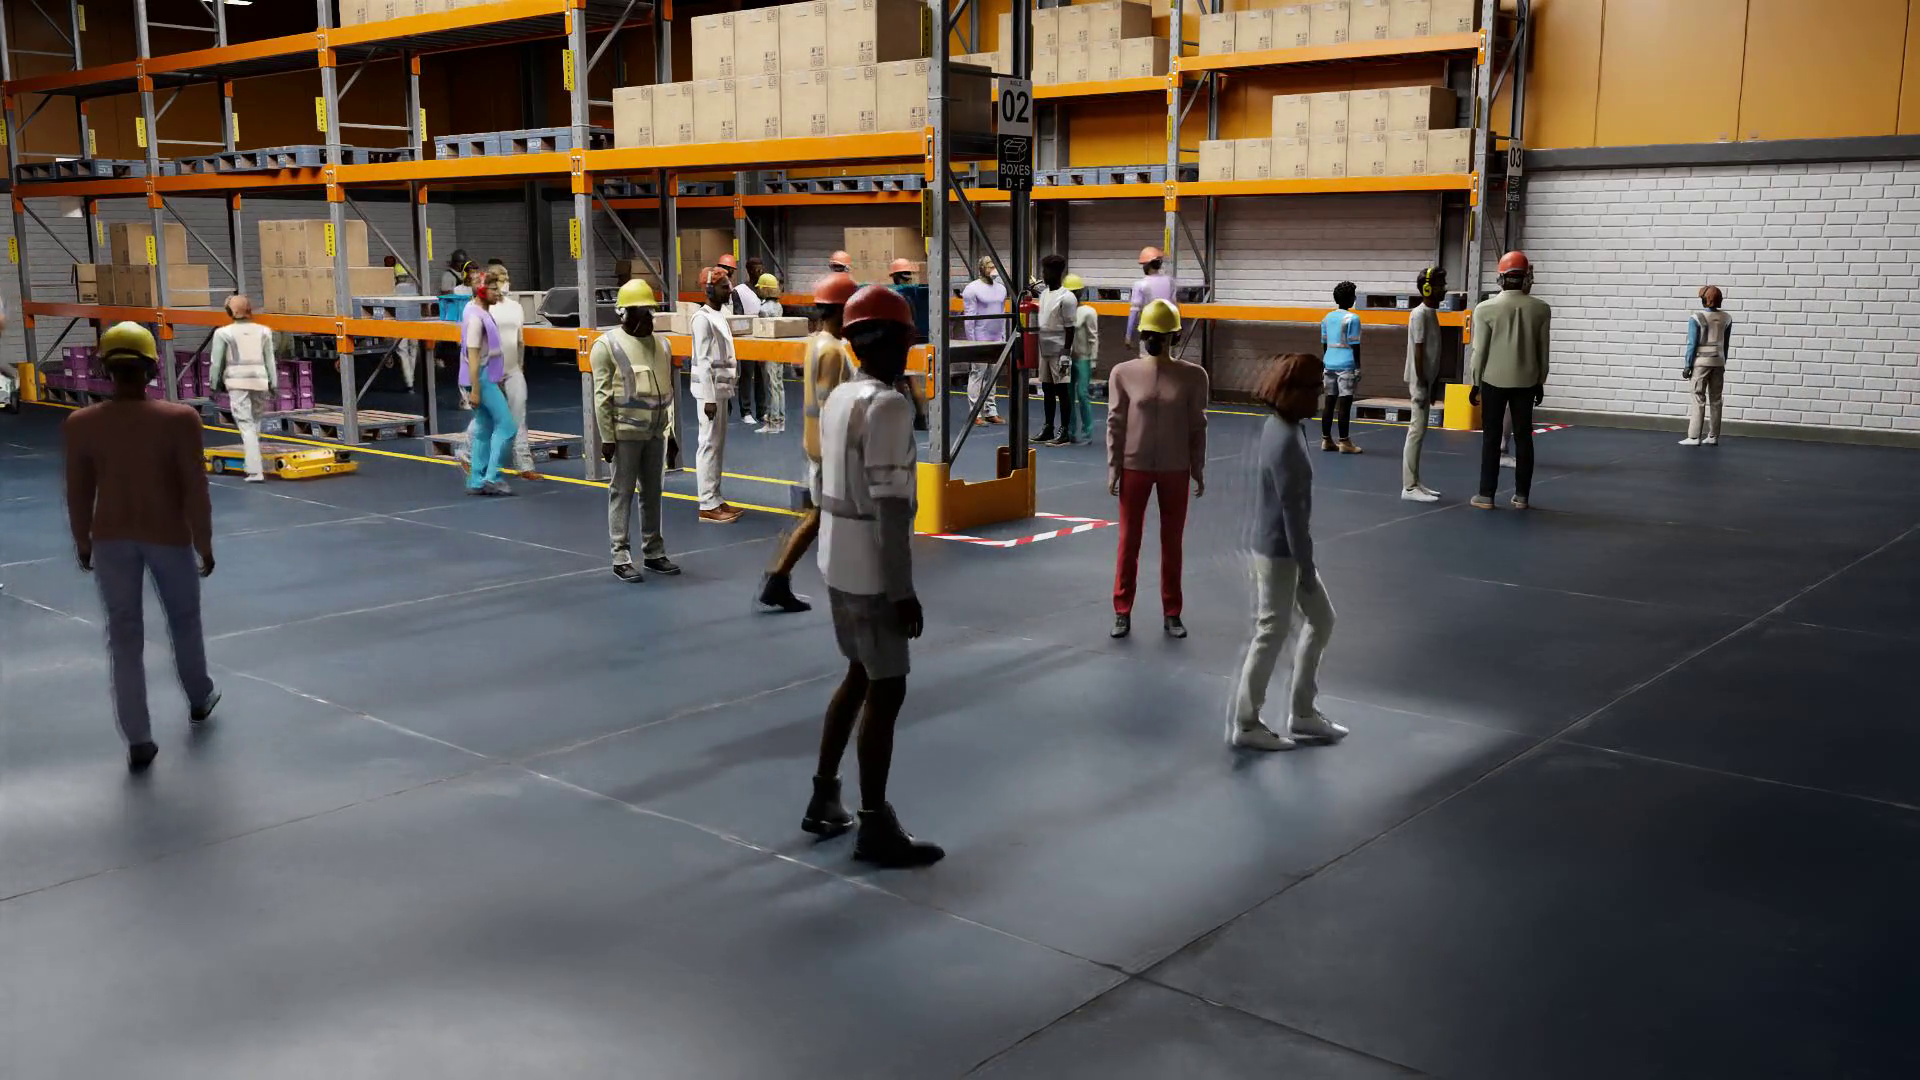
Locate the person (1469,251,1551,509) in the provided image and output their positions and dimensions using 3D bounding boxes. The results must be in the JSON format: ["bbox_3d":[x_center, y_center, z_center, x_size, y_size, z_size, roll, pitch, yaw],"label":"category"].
[{"bbox_3d":[4.260,-1.232,12.926,0.612,1.995,0.378,0,10,-2],"label":"person"}]

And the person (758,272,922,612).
[{"bbox_3d":[-0.694,-0.515,9.130,0.895,1.902,0.558,-2,10,-12],"label":"person"}]

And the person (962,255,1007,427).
[{"bbox_3d":[0.307,-2.256,18.914,0.372,1.940,0.629,10,14,44],"label":"person"}]

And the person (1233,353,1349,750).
[{"bbox_3d":[1.387,0.060,6.658,0.601,1.608,0.525,2,10,10],"label":"person"}]

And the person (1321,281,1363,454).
[{"bbox_3d":[3.775,-1.697,16.425,0.318,1.696,0.536,-5,11,-27],"label":"person"}]

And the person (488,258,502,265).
[{"bbox_3d":[-7.895,-3.874,28.401,0.429,1.846,0.627,-1,10,-5],"label":"person"}]

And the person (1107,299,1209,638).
[{"bbox_3d":[1.022,-0.362,8.635,0.526,1.765,0.329,1,10,3],"label":"person"}]

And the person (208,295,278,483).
[{"bbox_3d":[-6.252,-1.310,14.443,0.771,1.606,0.535,9,13,41],"label":"person"}]

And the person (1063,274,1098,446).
[{"bbox_3d":[1.175,-1.847,17.105,0.531,1.769,0.330,9,14,43],"label":"person"}]

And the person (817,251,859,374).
[{"bbox_3d":[-1.463,-2.539,20.437,0.657,1.985,0.639,4,11,20],"label":"person"}]

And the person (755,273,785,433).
[{"bbox_3d":[-2.096,-2.041,18.246,0.288,1.746,0.487,2,10,12],"label":"person"}]

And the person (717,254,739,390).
[{"bbox_3d":[-3.341,-3.110,23.806,0.366,1.930,0.542,-6,12,-31],"label":"person"}]

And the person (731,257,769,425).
[{"bbox_3d":[-2.368,-2.295,19.200,0.391,1.919,0.591,9,13,41],"label":"person"}]

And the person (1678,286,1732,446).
[{"bbox_3d":[7.645,-1.776,17.033,0.514,1.641,0.309,-3,11,-19],"label":"person"}]

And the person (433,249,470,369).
[{"bbox_3d":[-8.271,-3.790,27.362,0.827,2.000,0.689,5,11,28],"label":"person"}]

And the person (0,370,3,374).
[{"bbox_3d":[-13.972,-3.046,23.363,0.654,1.955,0.679,6,12,32],"label":"person"}]

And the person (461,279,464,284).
[{"bbox_3d":[-7.227,-3.115,24.722,0.305,1.624,0.492,7,12,33],"label":"person"}]

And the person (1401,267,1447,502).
[{"bbox_3d":[3.746,-1.250,13.382,0.326,1.874,0.518,4,11,21],"label":"person"}]

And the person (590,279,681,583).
[{"bbox_3d":[-1.961,-0.670,10.178,0.404,1.836,0.590,8,13,38],"label":"person"}]

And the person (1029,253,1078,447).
[{"bbox_3d":[0.955,-1.940,17.036,0.367,1.967,0.606,-6,12,-30],"label":"person"}]

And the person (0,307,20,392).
[{"bbox_3d":[-13.260,-2.911,22.743,0.572,1.904,0.614,-9,13,-41],"label":"person"}]

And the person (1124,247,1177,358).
[{"bbox_3d":[2.280,-2.524,20.163,0.646,2.033,0.535,-5,11,-29],"label":"person"}]

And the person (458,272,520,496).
[{"bbox_3d":[-3.793,-1.256,13.527,0.552,1.828,0.585,-3,10,-15],"label":"person"}]

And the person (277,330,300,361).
[{"bbox_3d":[-11.600,-3.786,28.634,0.502,1.586,0.871,3,10,15],"label":"person"}]

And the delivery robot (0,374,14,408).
[{"bbox_3d":[-11.762,-1.852,20.289,0.477,0.478,0.707,-5,11,-24],"label":"delivery robot"}]

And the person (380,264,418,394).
[{"bbox_3d":[-7.856,-2.966,23.390,0.616,1.780,0.916,-7,12,-36],"label":"person"}]

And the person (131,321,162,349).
[{"bbox_3d":[-13.699,-3.834,27.995,0.651,1.906,0.401,-8,13,-40],"label":"person"}]

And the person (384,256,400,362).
[{"bbox_3d":[-10.072,-4.095,29.552,0.575,1.882,0.355,3,10,16],"label":"person"}]

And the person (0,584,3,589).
[{"bbox_3d":[-5.919,-0.514,9.851,0.309,1.638,0.522,-7,12,-34],"label":"person"}]

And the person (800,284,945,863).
[{"bbox_3d":[-0.286,0.120,5.525,0.417,1.907,0.613,-4,11,-21],"label":"person"}]

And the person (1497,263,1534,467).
[{"bbox_3d":[5.123,-1.617,15.415,0.401,1.896,0.649,1,10,8],"label":"person"}]

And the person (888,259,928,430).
[{"bbox_3d":[-0.688,-2.172,18.541,0.801,1.895,0.533,5,11,26],"label":"person"}]

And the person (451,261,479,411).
[{"bbox_3d":[-6.117,-2.550,20.807,0.329,1.865,0.512,3,11,19],"label":"person"}]

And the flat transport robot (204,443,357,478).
[{"bbox_3d":[-6.194,-0.730,14.973,1.431,0.197,0.652,5,11,28],"label":"flat transport robot"}]

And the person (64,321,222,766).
[{"bbox_3d":[-3.291,-0.013,6.733,0.555,1.718,0.884,-2,10,-13],"label":"person"}]

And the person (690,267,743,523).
[{"bbox_3d":[-1.812,-1.073,12.341,0.355,1.883,0.574,1,10,3],"label":"person"}]

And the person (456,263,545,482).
[{"bbox_3d":[-4.047,-1.458,14.504,0.910,1.913,0.639,7,12,37],"label":"person"}]
